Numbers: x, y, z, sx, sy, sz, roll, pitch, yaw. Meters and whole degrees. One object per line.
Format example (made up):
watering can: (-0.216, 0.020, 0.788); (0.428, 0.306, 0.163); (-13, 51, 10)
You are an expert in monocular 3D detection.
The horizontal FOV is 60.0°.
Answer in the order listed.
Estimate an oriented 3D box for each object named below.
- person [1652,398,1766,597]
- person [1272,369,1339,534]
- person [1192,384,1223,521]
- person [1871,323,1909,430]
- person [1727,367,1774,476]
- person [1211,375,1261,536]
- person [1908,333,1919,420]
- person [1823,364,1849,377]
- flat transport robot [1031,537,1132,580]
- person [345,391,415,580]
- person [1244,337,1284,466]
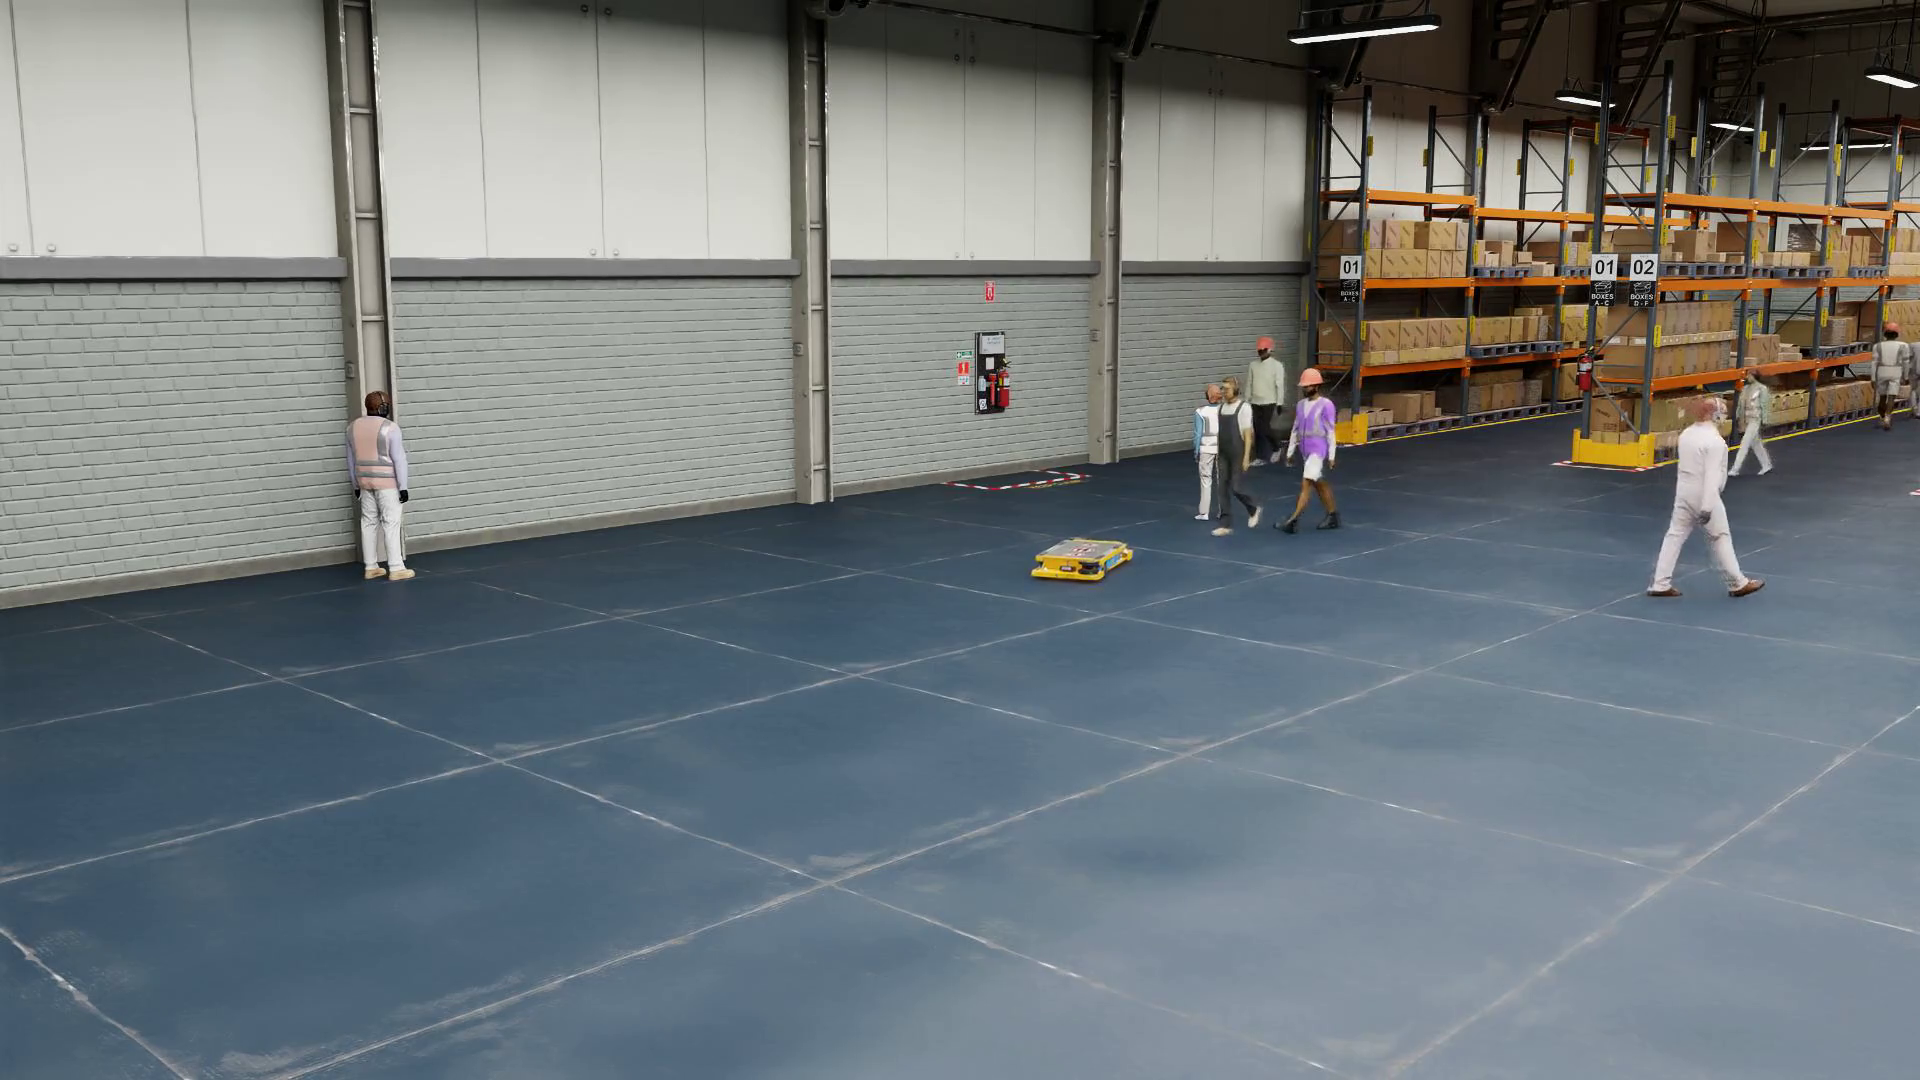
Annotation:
person: (6.869, -0.375, 15.235); (1.021, 1.847, 0.644); (-1, 9, -9)
person: (4.003, -1.016, 19.035); (1.013, 1.881, 0.569); (-5, 11, -28)
person: (3.029, -1.039, 19.907); (0.522, 1.639, 0.305); (-3, 10, -16)
person: (17.444, -3.075, 31.242); (0.627, 2.011, 1.002); (7, 11, 35)
person: (11.547, -1.725, 24.217); (0.862, 1.596, 0.532); (-2, 9, -10)
person: (3.125, -0.956, 18.803); (0.573, 1.833, 0.523); (-8, 12, -39)
person: (19.243, -3.330, 33.255); (0.549, 1.841, 0.782); (7, 12, 38)
person: (19.629, -4.029, 37.287); (0.591, 1.920, 0.393); (8, 12, 39)
flat transport robot: (1.236, 0.179, 16.641); (0.652, 0.197, 1.431); (3, 10, 20)
person: (-5.627, -0.529, 16.181); (0.634, 1.842, 0.429); (3, 10, 19)
person: (4.633, -2.113, 25.414); (0.467, 1.977, 0.622); (-8, 12, -39)
